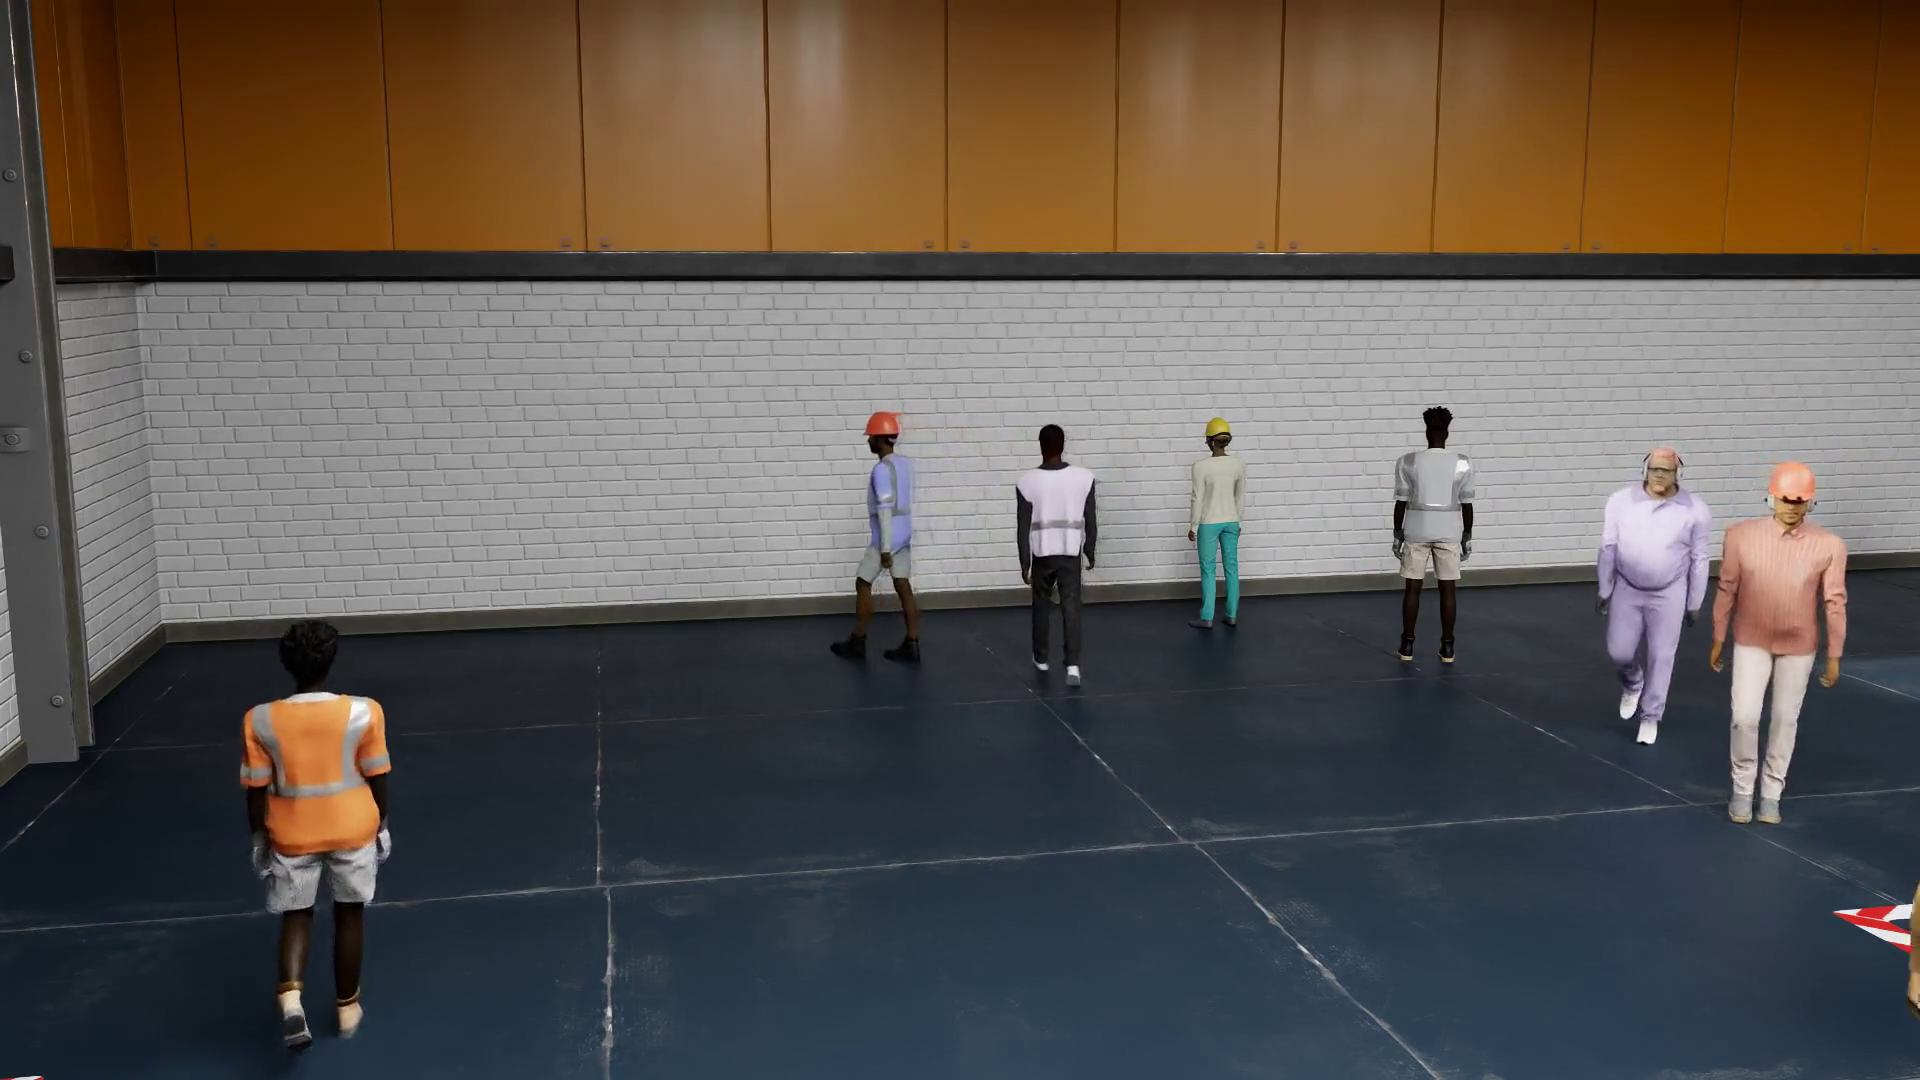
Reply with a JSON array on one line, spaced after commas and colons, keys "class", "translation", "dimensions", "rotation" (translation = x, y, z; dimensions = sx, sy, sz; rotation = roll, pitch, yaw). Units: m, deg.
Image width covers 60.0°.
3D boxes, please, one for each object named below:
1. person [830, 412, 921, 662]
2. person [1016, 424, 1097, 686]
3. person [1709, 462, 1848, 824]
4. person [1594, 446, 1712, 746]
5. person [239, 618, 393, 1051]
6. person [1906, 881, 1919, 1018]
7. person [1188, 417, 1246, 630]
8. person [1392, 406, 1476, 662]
[{"class": "person", "translation": [-0.653, -0.023, 12.723], "dimensions": [0.859, 1.901, 0.563], "rotation": [4, 10, 23]}, {"class": "person", "translation": [0.708, 0.097, 12.103], "dimensions": [0.601, 1.880, 0.976], "rotation": [0, 9, -2]}, {"class": "person", "translation": [4.371, 0.570, 8.889], "dimensions": [0.651, 1.975, 0.548], "rotation": [4, 10, 22]}, {"class": "person", "translation": [4.402, 0.333, 10.590], "dimensions": [0.665, 1.892, 0.541], "rotation": [5, 11, 29]}, {"class": "person", "translation": [-2.437, 1.139, 6.332], "dimensions": [0.540, 1.682, 0.540], "rotation": [-2, 10, -13]}, {"class": "person", "translation": [3.106, 1.293, 4.926], "dimensions": [0.543, 1.834, 0.441], "rotation": [3, 10, 17]}, {"class": "person", "translation": [2.133, -0.136, 13.842], "dimensions": [0.524, 1.769, 0.308], "rotation": [-4, 10, -25]}, {"class": "person", "translation": [3.603, -0.042, 12.689], "dimensions": [0.607, 1.958, 0.373], "rotation": [2, 10, 12]}]
